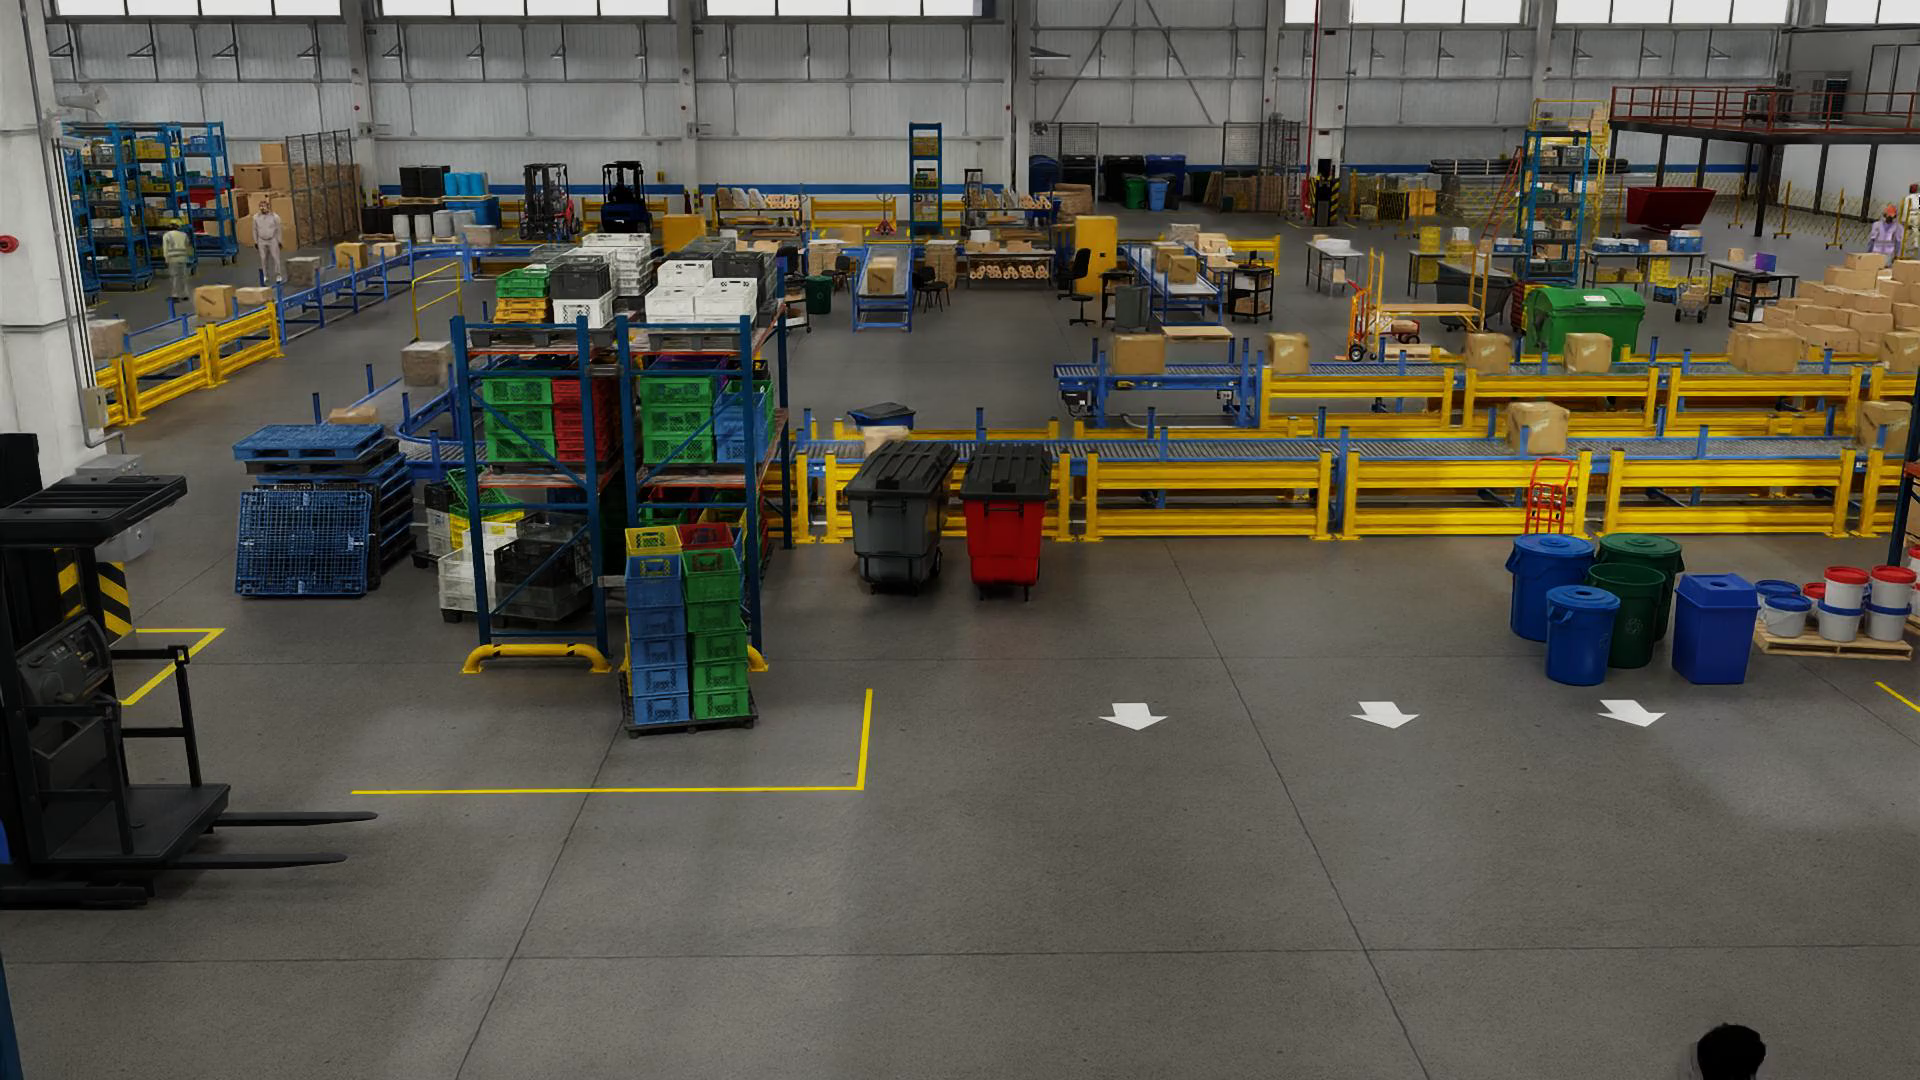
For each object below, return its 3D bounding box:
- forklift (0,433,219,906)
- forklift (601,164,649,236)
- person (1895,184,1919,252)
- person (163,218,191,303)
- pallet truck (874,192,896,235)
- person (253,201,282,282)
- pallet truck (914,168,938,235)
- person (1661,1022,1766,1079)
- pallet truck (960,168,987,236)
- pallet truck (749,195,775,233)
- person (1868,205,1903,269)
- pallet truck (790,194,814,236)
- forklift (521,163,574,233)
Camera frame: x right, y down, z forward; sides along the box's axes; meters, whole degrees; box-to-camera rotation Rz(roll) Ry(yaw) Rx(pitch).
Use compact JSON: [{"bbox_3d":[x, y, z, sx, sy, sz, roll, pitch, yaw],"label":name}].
[{"bbox_3d":[-5.952,0.780,10.366,1.873,2.768,1.129,0,16,-1],"label":"forklift"},{"bbox_3d":[-9.948,-10.127,49.296,1.157,1.987,2.680,-1,16,-3],"label":"forklift"},{"bbox_3d":[26.192,-8.886,45.830,0.576,1.840,0.985,0,16,-1],"label":"person"},{"bbox_3d":[-17.016,-6.073,36.141,0.454,1.786,0.691,12,20,36],"label":"person"},{"bbox_3d":[-2.277,-9.986,50.594,0.653,1.274,1.630,0,16,-1],"label":"pallet truck"},{"bbox_3d":[-16.395,-7.072,39.395,0.641,1.908,0.407,-3,16,-11],"label":"person"},{"bbox_3d":[-0.989,-10.316,50.507,0.823,1.965,1.885,1,16,3],"label":"pallet truck"},{"bbox_3d":[2.782,2.580,6.250,0.587,1.664,0.563,-10,19,-30],"label":"person"},{"bbox_3d":[0.383,-10.230,50.206,0.823,1.965,1.885,-1,16,-3],"label":"pallet truck"},{"bbox_3d":[-6.051,-9.967,50.660,0.680,1.201,1.601,0,16,-1],"label":"pallet truck"},{"bbox_3d":[20.440,-6.383,36.787,0.627,2.024,0.422,10,19,32],"label":"person"},{"bbox_3d":[-4.814,-9.883,50.259,0.704,1.261,1.522,-1,16,-3],"label":"pallet truck"},{"bbox_3d":[-12.233,-10.122,49.298,1.157,1.987,2.680,0,16,-1],"label":"forklift"}]
